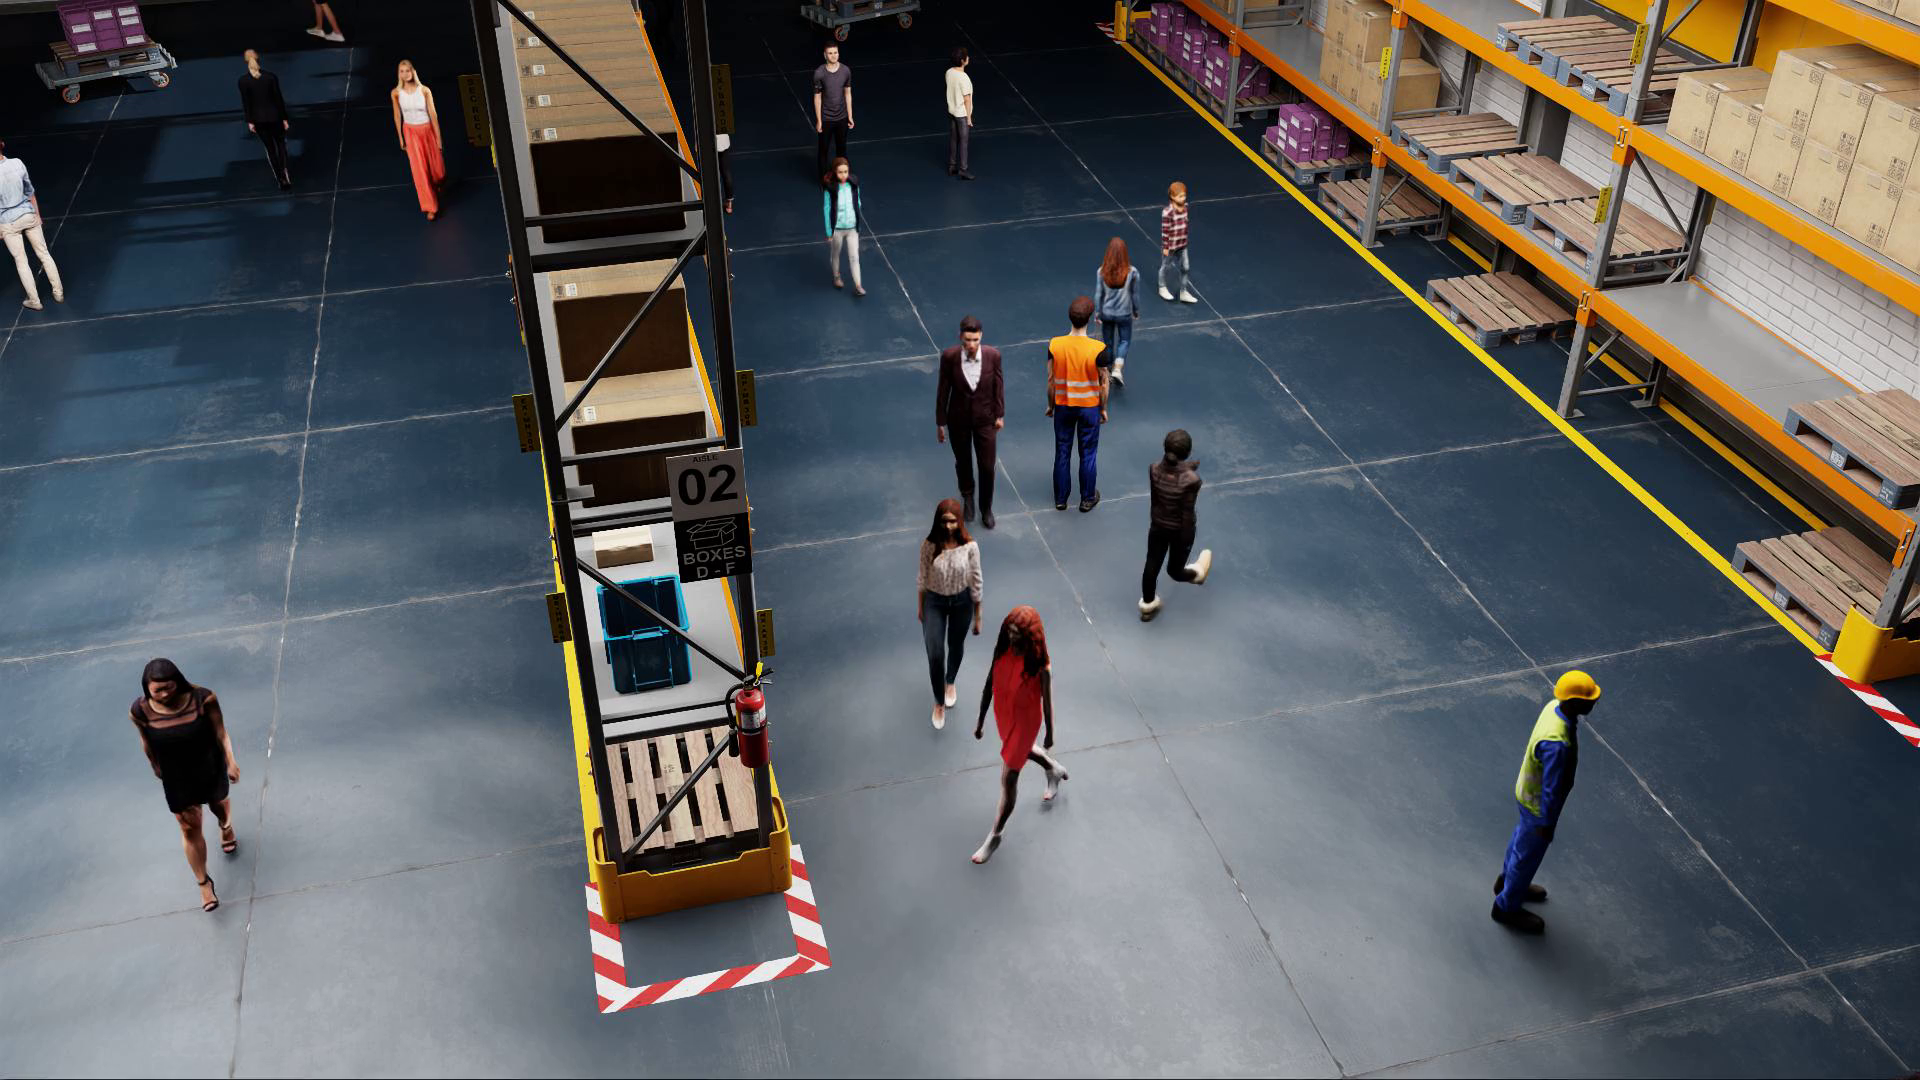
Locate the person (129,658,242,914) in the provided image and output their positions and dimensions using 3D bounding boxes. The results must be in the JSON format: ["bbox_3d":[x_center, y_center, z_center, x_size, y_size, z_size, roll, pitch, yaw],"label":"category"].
[{"bbox_3d":[-4.655,1.351,10.109,0.754,1.674,1.064,-14,36,-20],"label":"person"}]

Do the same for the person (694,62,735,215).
[{"bbox_3d":[-2.795,-4.548,18.851,0.683,1.823,0.690,-29,43,-36],"label":"person"}]

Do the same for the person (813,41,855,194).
[{"bbox_3d":[-1.491,-4.989,19.567,0.665,1.764,0.603,-14,36,-20],"label":"person"}]

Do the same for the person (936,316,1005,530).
[{"bbox_3d":[0.090,-1.022,13.524,0.799,1.848,0.800,0,34,0],"label":"person"}]

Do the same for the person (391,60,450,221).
[{"bbox_3d":[-6.143,-4.613,18.982,0.687,1.785,1.058,-5,34,-8],"label":"person"}]

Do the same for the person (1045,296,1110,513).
[{"bbox_3d":[0.956,-1.095,13.595,0.783,1.888,0.792,7,34,11],"label":"person"}]

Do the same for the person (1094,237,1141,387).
[{"bbox_3d":[1.450,-2.083,15.463,0.738,1.467,0.841,5,34,8],"label":"person"}]

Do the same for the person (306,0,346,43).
[{"bbox_3d":[-9.352,-8.232,24.377,1.020,1.840,1.022,8,34,12],"label":"person"}]

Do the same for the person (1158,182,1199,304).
[{"bbox_3d":[2.166,-3.095,17.145,0.668,1.291,0.788,-20,39,-27],"label":"person"}]

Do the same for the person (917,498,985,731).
[{"bbox_3d":[-0.077,0.409,11.491,0.710,1.714,0.841,-1,34,-1],"label":"person"}]

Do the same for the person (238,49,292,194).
[{"bbox_3d":[-8.074,-4.855,19.424,0.691,1.698,0.714,-15,36,-21],"label":"person"}]

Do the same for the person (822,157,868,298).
[{"bbox_3d":[-1.243,-3.276,17.262,0.649,1.463,0.947,-13,36,-19],"label":"person"}]

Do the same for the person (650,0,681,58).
[{"bbox_3d":[-4.317,-7.907,23.968,0.917,1.751,1.201,-24,40,-31],"label":"person"}]

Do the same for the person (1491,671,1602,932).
[{"bbox_3d":[3.419,1.500,9.761,0.813,1.812,0.722,13,36,18],"label":"person"}]

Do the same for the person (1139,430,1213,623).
[{"bbox_3d":[1.627,-0.142,12.372,0.898,1.657,0.949,8,35,12],"label":"person"}]

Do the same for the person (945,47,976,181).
[{"bbox_3d":[0.002,-5.111,19.910,0.711,1.588,0.540,-22,39,-29],"label":"person"}]

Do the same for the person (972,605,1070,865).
[{"bbox_3d":[0.419,1.117,10.364,1.175,1.783,1.052,29,43,36],"label":"person"}]

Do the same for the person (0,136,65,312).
[{"bbox_3d":[-9.551,-3.242,16.863,0.750,1.848,0.734,25,41,33],"label":"person"}]
